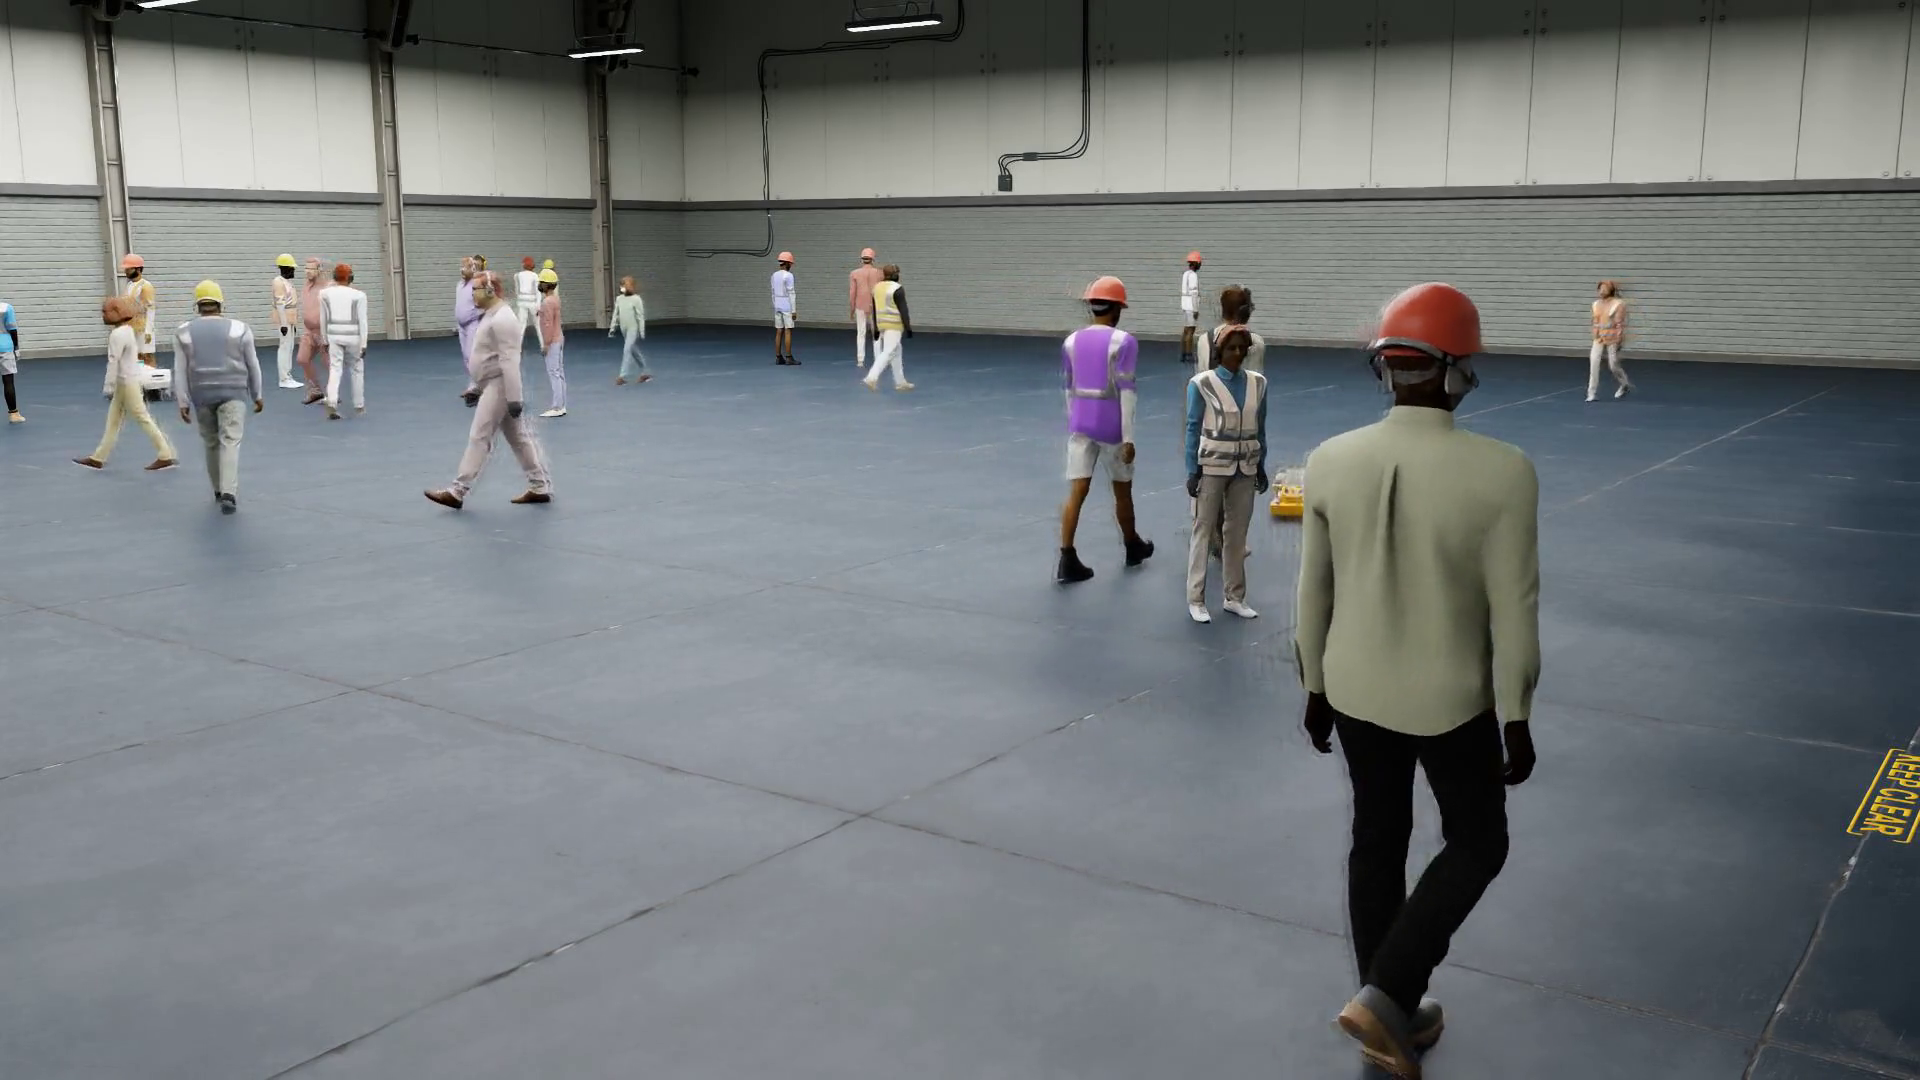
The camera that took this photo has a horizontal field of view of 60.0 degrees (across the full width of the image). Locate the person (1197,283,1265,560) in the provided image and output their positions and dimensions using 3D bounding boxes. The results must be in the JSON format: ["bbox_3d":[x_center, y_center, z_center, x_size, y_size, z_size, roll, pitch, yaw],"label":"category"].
[{"bbox_3d":[1.724,-0.741,10.753,0.507,1.830,0.568,10,14,43],"label":"person"}]

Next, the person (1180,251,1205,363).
[{"bbox_3d":[4.052,-4.043,28.935,0.378,1.932,0.551,-1,10,-8],"label":"person"}]

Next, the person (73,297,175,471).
[{"bbox_3d":[-7.644,-1.407,15.127,0.871,1.578,0.524,-3,11,-17],"label":"person"}]

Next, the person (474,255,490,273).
[{"bbox_3d":[-8.914,-4.384,31.060,0.505,1.860,0.312,1,10,5],"label":"person"}]

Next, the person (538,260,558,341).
[{"bbox_3d":[-8.614,-5.008,34.923,0.533,1.719,0.555,5,11,26],"label":"person"}]

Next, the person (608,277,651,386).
[{"bbox_3d":[-4.867,-3.090,24.566,0.504,1.588,0.867,8,13,37],"label":"person"}]

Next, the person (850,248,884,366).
[{"bbox_3d":[-1.549,-3.927,28.122,0.623,1.989,0.401,0,10,0],"label":"person"}]

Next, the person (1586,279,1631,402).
[{"bbox_3d":[8.558,-2.628,21.893,0.687,1.612,0.523,-7,13,-36],"label":"person"}]

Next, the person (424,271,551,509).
[{"bbox_3d":[-3.718,-1.168,13.054,1.012,1.853,0.654,-4,11,-20],"label":"person"}]

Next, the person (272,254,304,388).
[{"bbox_3d":[-9.677,-3.151,23.955,0.385,1.925,0.591,-2,10,-9],"label":"person"}]

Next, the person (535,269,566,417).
[{"bbox_3d":[-4.912,-2.360,19.968,0.304,1.772,0.526,0,10,-1],"label":"person"}]

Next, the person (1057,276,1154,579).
[{"bbox_3d":[0.890,-0.706,10.425,0.556,1.870,1.038,7,12,33],"label":"person"}]

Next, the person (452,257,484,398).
[{"bbox_3d":[-6.582,-2.857,22.411,0.646,1.892,0.451,9,14,41],"label":"person"}]

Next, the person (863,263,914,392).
[{"bbox_3d":[-1.021,-2.989,23.408,0.907,1.808,0.622,-7,12,-34],"label":"person"}]

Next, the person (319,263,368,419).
[{"bbox_3d":[-7.364,-2.381,19.872,0.571,1.856,0.918,-1,10,-8],"label":"person"}]

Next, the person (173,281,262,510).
[{"bbox_3d":[-5.829,-1.136,13.078,0.595,1.792,0.917,-2,10,-12],"label":"person"}]

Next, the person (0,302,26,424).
[{"bbox_3d":[-11.096,-2.177,19.136,0.539,1.700,0.317,-2,10,-11],"label":"person"}]

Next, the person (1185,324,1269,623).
[{"bbox_3d":[1.466,-0.366,9.164,0.523,1.639,0.308,-4,11,-23],"label":"person"}]

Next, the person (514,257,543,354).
[{"bbox_3d":[-8.160,-4.439,31.484,0.558,1.837,0.979,2,10,8],"label":"person"}]

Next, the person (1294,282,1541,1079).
[{"bbox_3d":[1.091,0.372,4.062,0.634,1.983,0.539,9,14,42],"label":"person"}]

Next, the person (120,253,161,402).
[{"bbox_3d":[-10.780,-2.780,21.839,0.545,1.941,0.350,7,12,34],"label":"person"}]

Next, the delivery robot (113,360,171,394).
[{"bbox_3d":[-10.690,-2.111,21.714,0.477,0.478,0.707,5,12,28],"label":"delivery robot"}]

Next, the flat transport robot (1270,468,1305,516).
[{"bbox_3d":[2.814,-0.386,13.110,0.652,0.197,1.431,2,10,13],"label":"flat transport robot"}]

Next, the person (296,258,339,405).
[{"bbox_3d":[-8.256,-2.664,21.322,0.687,1.885,0.575,5,11,28],"label":"person"}]

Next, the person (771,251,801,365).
[{"bbox_3d":[-2.973,-3.944,28.383,0.543,1.934,0.362,10,14,44],"label":"person"}]
